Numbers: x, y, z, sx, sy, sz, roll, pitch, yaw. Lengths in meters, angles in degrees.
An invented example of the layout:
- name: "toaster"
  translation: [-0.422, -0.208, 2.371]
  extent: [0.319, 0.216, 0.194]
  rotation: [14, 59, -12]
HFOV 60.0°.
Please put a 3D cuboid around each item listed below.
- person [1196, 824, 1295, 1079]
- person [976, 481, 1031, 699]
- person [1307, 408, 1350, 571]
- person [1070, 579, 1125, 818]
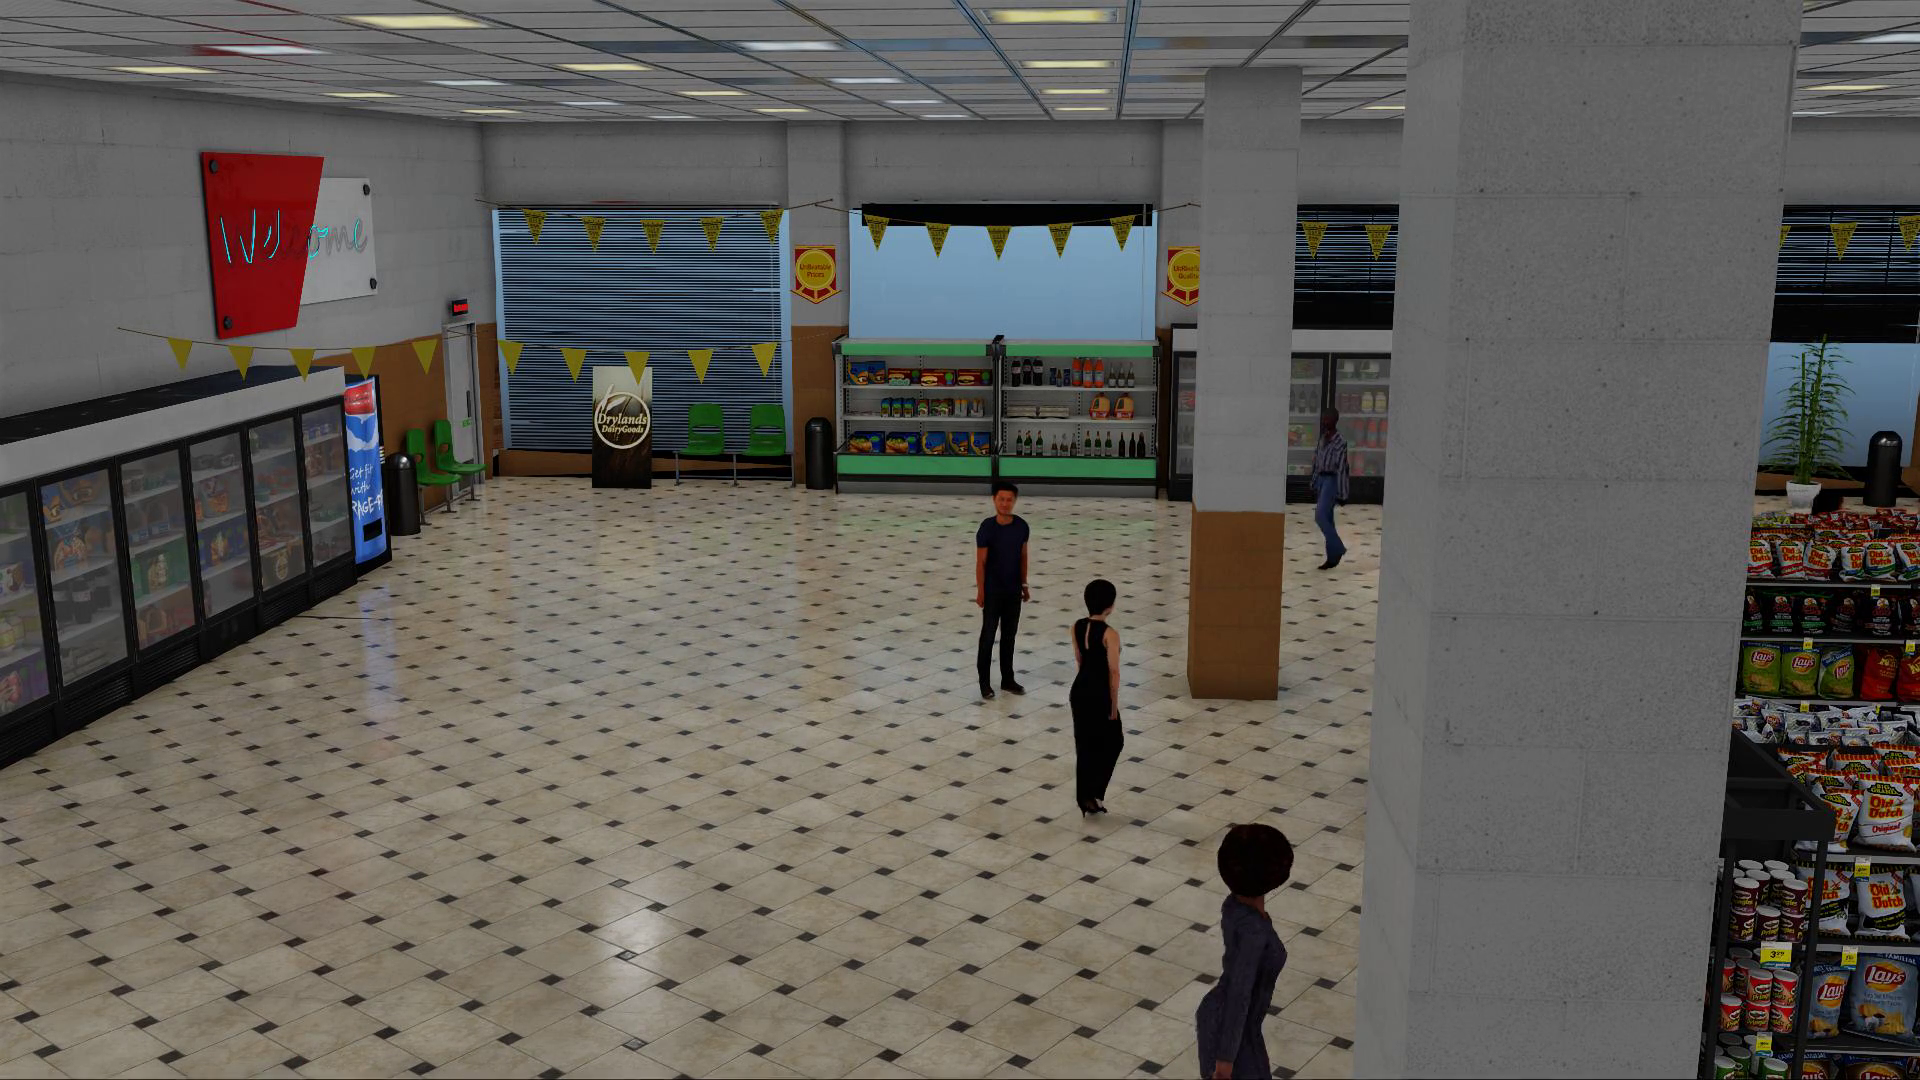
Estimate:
- name: "person"
  translation: [1.011, 1.947, 6.440]
  extent: [0.699, 1.689, 0.660]
  rotation: [2, 12, 8]
- name: "person"
  translation: [0.340, 0.388, 13.595]
  extent: [0.657, 1.790, 0.774]
  rotation: [-6, 13, -26]
- name: "person"
  translation: [4.089, -0.541, 18.032]
  extent: [0.747, 1.780, 0.730]
  rotation: [-3, 12, -16]
- name: "person"
  translation: [0.824, 1.063, 10.876]
  extent: [0.684, 1.591, 0.755]
  rotation: [11, 16, 43]
